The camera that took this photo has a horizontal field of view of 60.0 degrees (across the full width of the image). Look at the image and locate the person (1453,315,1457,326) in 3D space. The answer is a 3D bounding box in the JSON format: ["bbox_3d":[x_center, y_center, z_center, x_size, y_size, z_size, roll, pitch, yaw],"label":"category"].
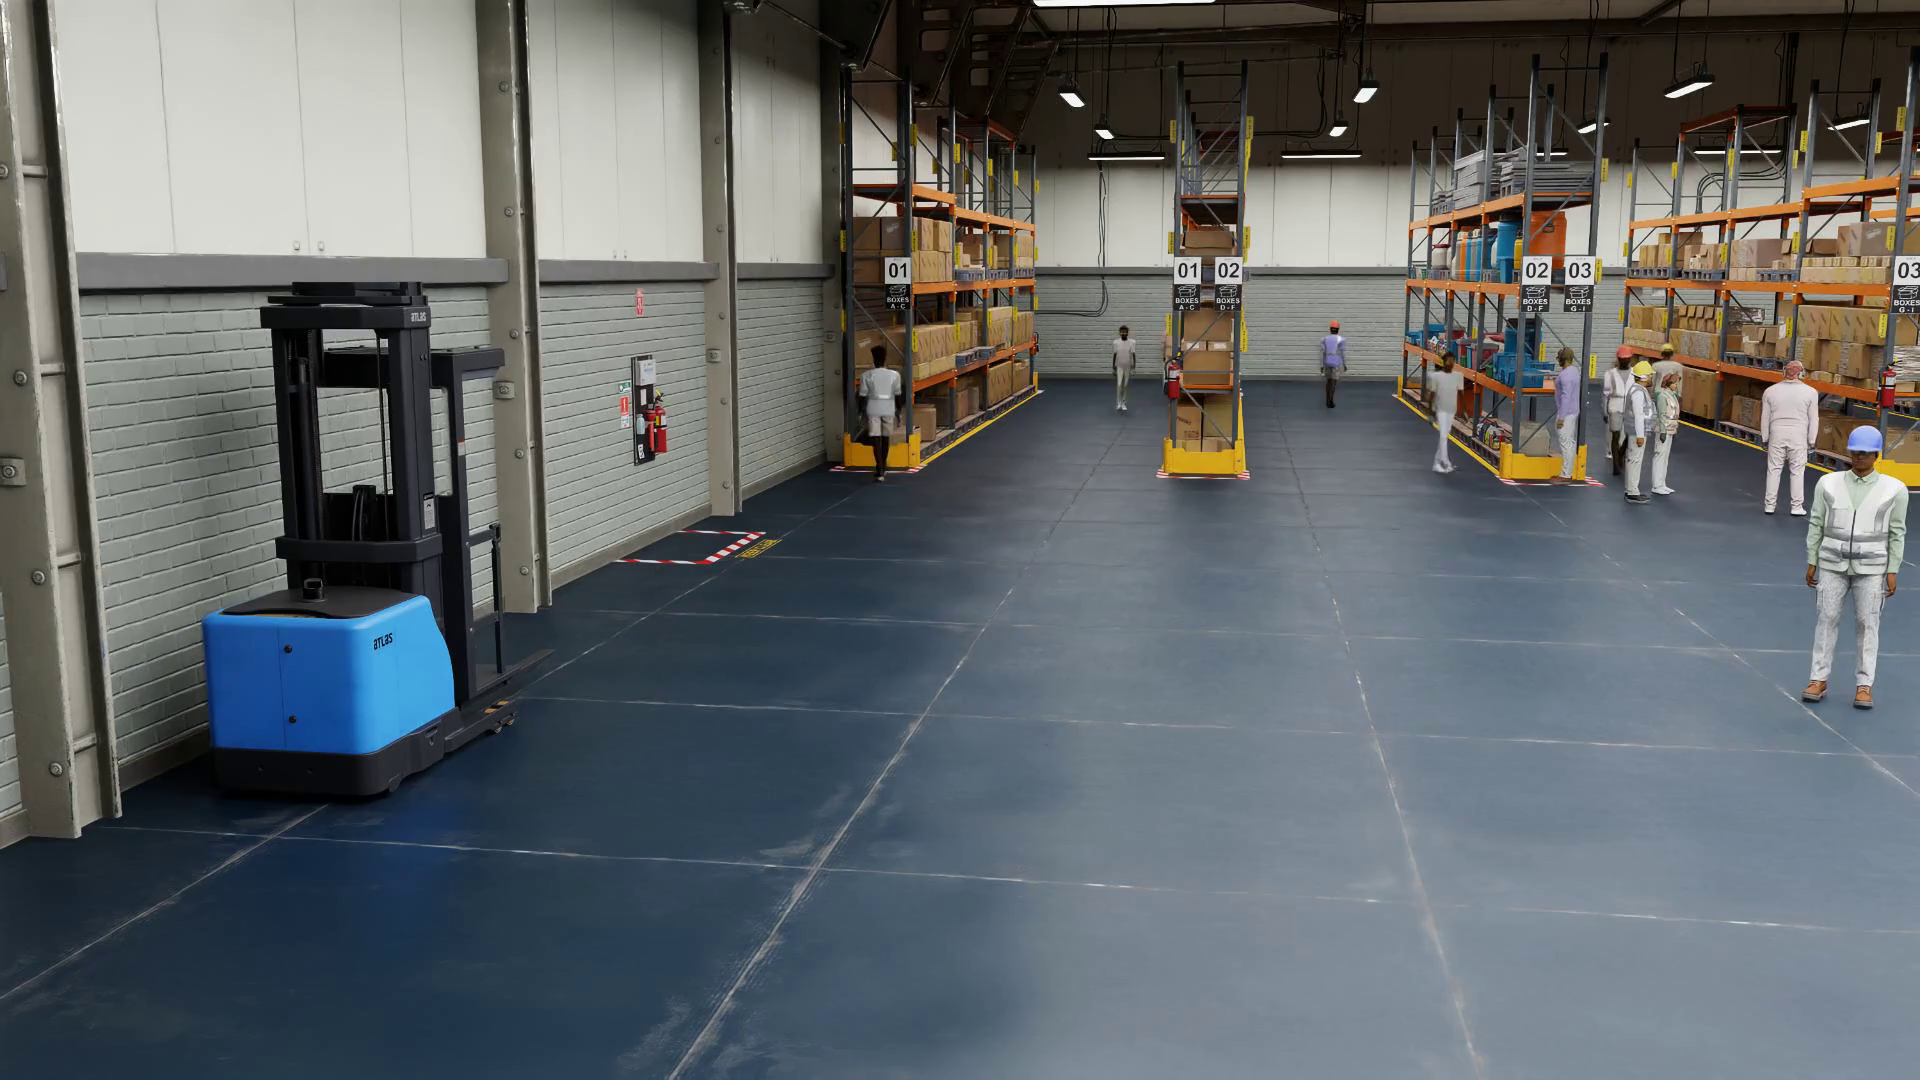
[{"bbox_3d":[12.372,-4.723,41.992,0.635,1.883,0.682,4,10,22],"label":"person"}]

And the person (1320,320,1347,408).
[{"bbox_3d":[8.301,-3.902,36.867,0.554,1.904,0.784,6,11,34],"label":"person"}]

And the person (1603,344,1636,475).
[{"bbox_3d":[9.805,-1.936,24.643,0.557,1.926,0.519,2,9,12],"label":"person"}]

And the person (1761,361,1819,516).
[{"bbox_3d":[10.226,-1.253,20.508,0.648,1.907,0.409,7,11,36],"label":"person"}]

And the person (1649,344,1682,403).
[{"bbox_3d":[12.416,-2.589,29.321,0.529,1.708,0.911,2,9,13],"label":"person"}]

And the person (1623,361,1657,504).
[{"bbox_3d":[8.873,-1.413,21.709,0.403,1.837,0.591,3,10,17],"label":"person"}]

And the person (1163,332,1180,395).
[{"bbox_3d":[5.214,-4.497,40.690,0.621,1.862,1.012,4,10,23],"label":"person"}]

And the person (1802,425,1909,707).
[{"bbox_3d":[6.212,0.174,11.569,0.605,1.951,0.380,7,11,35],"label":"person"}]

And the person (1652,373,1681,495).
[{"bbox_3d":[9.543,-1.441,22.486,0.309,1.640,0.514,7,11,35],"label":"person"}]

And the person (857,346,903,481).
[{"bbox_3d":[-1.185,-1.855,24.187,0.632,1.918,0.916,-3,10,-18],"label":"person"}]

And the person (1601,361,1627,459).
[{"bbox_3d":[10.471,-2.063,26.487,0.507,1.588,0.865,3,10,15],"label":"person"}]

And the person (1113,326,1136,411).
[{"bbox_3d":[3.534,-3.676,35.728,0.502,1.823,0.939,0,9,3],"label":"person"}]

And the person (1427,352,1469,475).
[{"bbox_3d":[7.242,-1.870,24.609,0.507,1.815,0.985,-2,9,-10],"label":"person"}]

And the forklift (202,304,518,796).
[{"bbox_3d":[-3.673,-0.038,10.147,1.129,2.768,1.873,1,9,9],"label":"forklift"}]

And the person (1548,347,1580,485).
[{"bbox_3d":[8.558,-1.755,23.511,0.376,1.937,0.629,5,11,29],"label":"person"}]

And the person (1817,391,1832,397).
[{"bbox_3d":[20.158,-4.140,38.665,0.823,1.793,0.634,-5,10,-26],"label":"person"}]

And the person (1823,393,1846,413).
[{"bbox_3d":[18.698,-3.669,35.420,0.638,1.911,0.923,1,9,5],"label":"person"}]
